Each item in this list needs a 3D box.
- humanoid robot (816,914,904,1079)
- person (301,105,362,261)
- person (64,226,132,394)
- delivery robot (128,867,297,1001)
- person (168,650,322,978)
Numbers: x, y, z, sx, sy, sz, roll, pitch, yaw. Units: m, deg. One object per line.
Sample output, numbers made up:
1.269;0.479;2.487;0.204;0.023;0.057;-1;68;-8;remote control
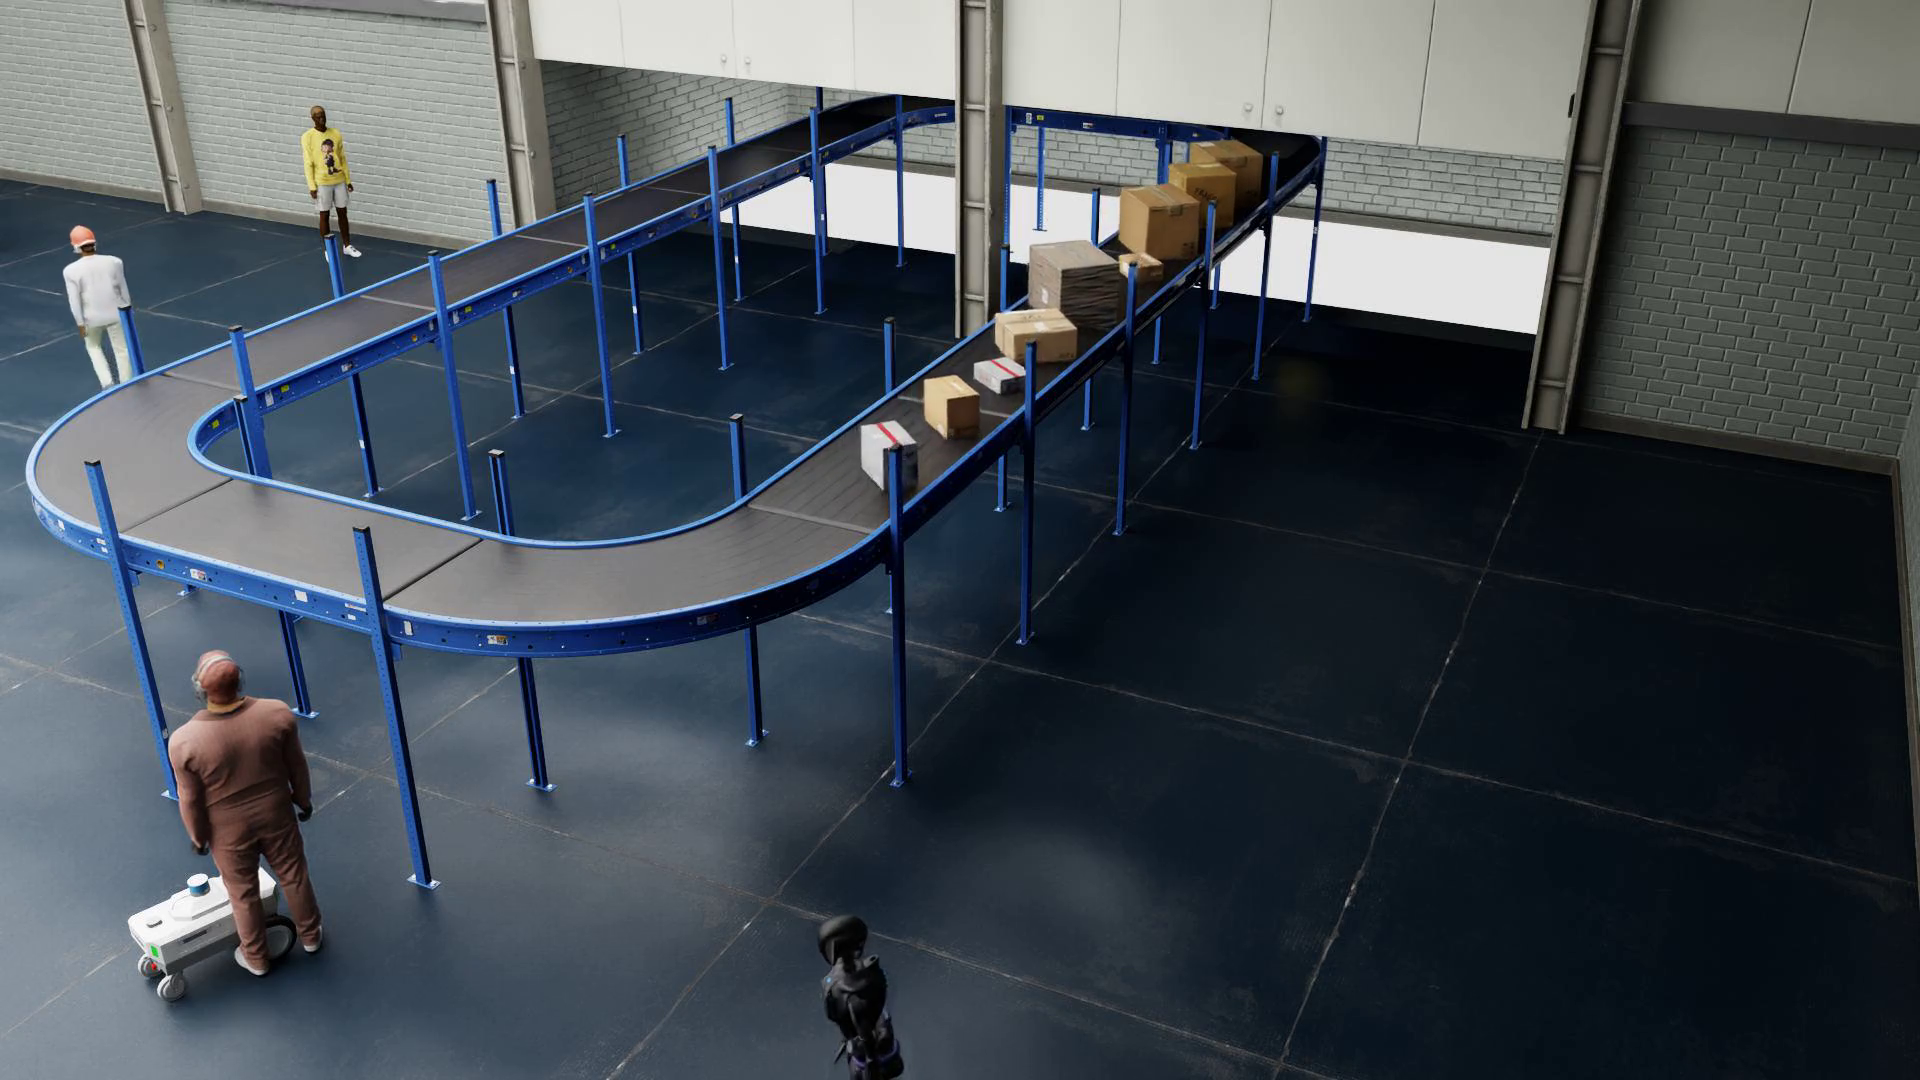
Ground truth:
-0.395;2.298;7.267;0.407;1.629;0.616;-7;27;-13;humanoid robot
-7.777;-4.400;20.509;0.369;1.898;0.555;23;34;38;person
-8.404;-2.222;16.302;0.565;1.736;0.413;-20;33;-35;person
-4.036;2.074;8.997;0.803;0.614;0.499;-24;35;-39;delivery robot
-3.741;1.433;8.748;0.654;1.905;0.411;-20;32;-34;person
